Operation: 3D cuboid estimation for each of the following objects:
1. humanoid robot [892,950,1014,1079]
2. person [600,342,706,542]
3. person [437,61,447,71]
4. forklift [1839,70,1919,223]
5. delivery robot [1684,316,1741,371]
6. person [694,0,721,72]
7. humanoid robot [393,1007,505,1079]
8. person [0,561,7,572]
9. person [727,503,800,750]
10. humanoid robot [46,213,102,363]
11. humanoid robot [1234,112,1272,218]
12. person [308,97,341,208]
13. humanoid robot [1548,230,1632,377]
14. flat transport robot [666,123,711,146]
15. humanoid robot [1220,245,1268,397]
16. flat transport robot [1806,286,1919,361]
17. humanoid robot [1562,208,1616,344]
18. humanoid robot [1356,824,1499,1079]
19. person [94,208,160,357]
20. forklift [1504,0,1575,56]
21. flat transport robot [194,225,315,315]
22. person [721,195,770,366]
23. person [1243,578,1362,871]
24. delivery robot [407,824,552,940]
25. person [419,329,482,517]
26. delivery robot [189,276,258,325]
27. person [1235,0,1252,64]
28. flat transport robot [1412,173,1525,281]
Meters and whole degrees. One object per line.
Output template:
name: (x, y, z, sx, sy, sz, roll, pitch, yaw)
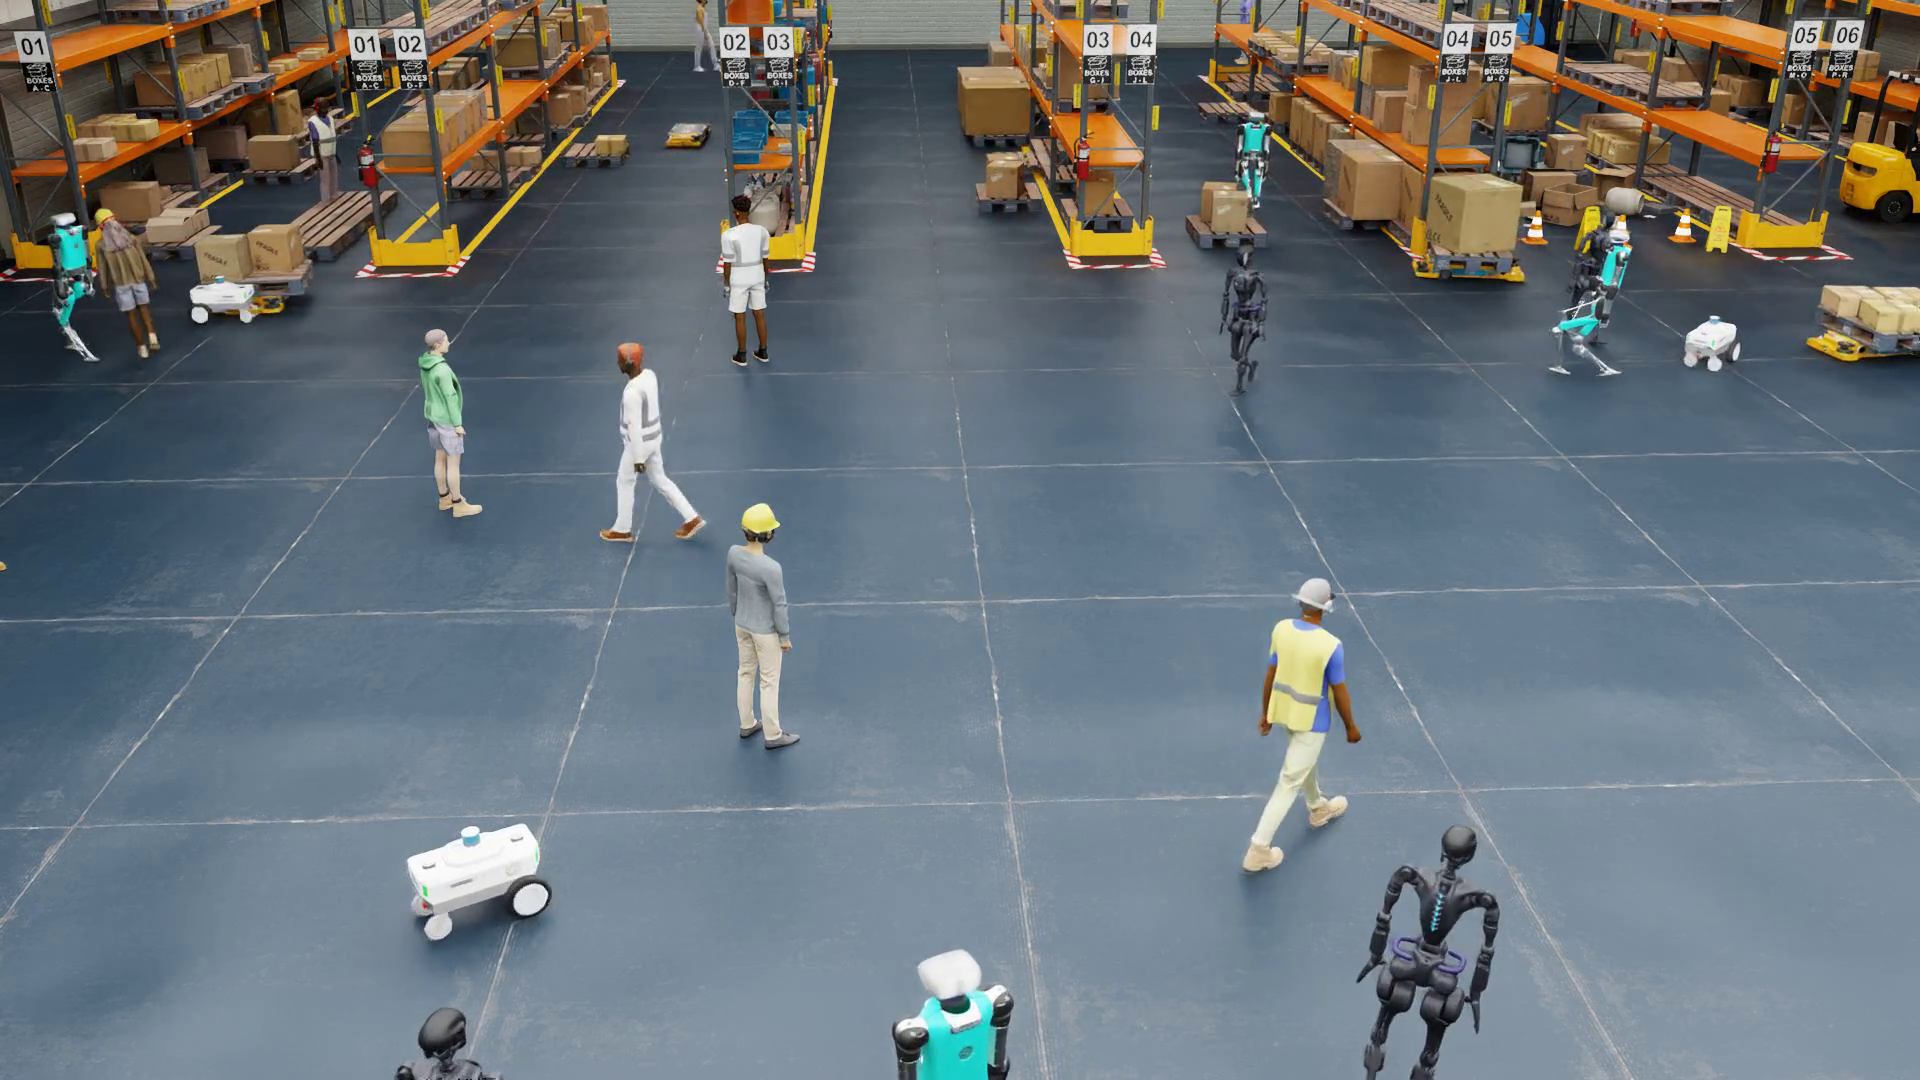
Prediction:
humanoid robot: (-0.132, 2.429, 7.154, 0.532, 1.761, 0.661, -13, 27, -27)
person: (-2.717, -0.833, 14.396, 0.907, 1.854, 0.570, 6, 25, 13)
person: (-11.278, -10.218, 35.723, 0.545, 1.641, 0.898, -2, 24, -5)
forklift: (15.132, -6.143, 25.915, 2.313, 2.155, 1.214, -1, 24, -2)
delivery robot: (8.730, -2.297, 19.302, 0.524, 0.610, 0.781, 21, 31, 39)
person: (-6.057, -12.160, 39.868, 0.872, 1.826, 0.542, 5, 24, 11)
humanoid robot: (-2.034, 2.607, 6.876, 0.601, 1.652, 0.373, 5, 24, 10)
person: (-8.353, -0.572, 13.776, 0.377, 1.890, 0.569, 18, 29, 34)
person: (-1.347, 0.579, 11.330, 0.532, 1.766, 0.324, 20, 31, 37)
humanoid robot: (-10.431, -2.930, 19.303, 0.894, 1.774, 0.535, 8, 25, 18)
humanoid robot: (4.443, -5.554, 25.146, 0.549, 1.734, 1.007, -1, 24, -3)
person: (-9.908, -5.986, 25.988, 0.405, 1.843, 0.568, 5, 24, 10)
humanoid robot: (6.942, -2.586, 18.522, 1.015, 1.758, 0.533, 5, 24, 10)
flat transport robot: (-5.213, -7.793, 31.983, 0.659, 0.231, 1.431, 0, 24, 0)
humanoid robot: (3.170, -2.430, 18.228, 0.611, 1.640, 0.614, 22, 32, 40)
flat transport robot: (10.909, -2.341, 19.732, 1.431, 0.231, 0.659, -4, 24, -10)
humanoid robot: (7.550, -3.148, 19.842, 0.611, 1.626, 0.691, -7, 25, -15)
humanoid robot: (2.215, 2.113, 7.993, 0.609, 1.635, 0.435, 11, 26, 23)
person: (-9.734, -3.005, 19.441, 0.581, 1.722, 0.518, -16, 29, -32)
forklift: (14.700, -13.805, 42.301, 1.873, 2.768, 1.129, -1, 24, -2)
flat transport robot: (-9.097, -3.214, 21.694, 0.659, 0.231, 1.431, -4, 24, -10)
person: (-2.451, -2.982, 19.106, 0.596, 1.958, 0.377, -16, 29, -32)
person: (2.103, 1.095, 10.094, 1.019, 1.842, 0.519, -15, 28, -31)
delivery robot: (-2.819, 1.951, 9.733, 0.791, 0.592, 0.499, -14, 28, -29)
person: (-4.658, -1.058, 15.037, 0.342, 1.743, 0.475, -21, 31, -39)
delivery robot: (-9.275, -3.008, 20.898, 0.812, 0.609, 0.499, -2, 24, -4)
person: (7.065, -12.709, 41.148, 0.375, 1.797, 0.602, 0, 24, 0)
flat transport robot: (6.996, -3.761, 22.924, 1.431, 0.231, 0.659, 4, 24, 8)
